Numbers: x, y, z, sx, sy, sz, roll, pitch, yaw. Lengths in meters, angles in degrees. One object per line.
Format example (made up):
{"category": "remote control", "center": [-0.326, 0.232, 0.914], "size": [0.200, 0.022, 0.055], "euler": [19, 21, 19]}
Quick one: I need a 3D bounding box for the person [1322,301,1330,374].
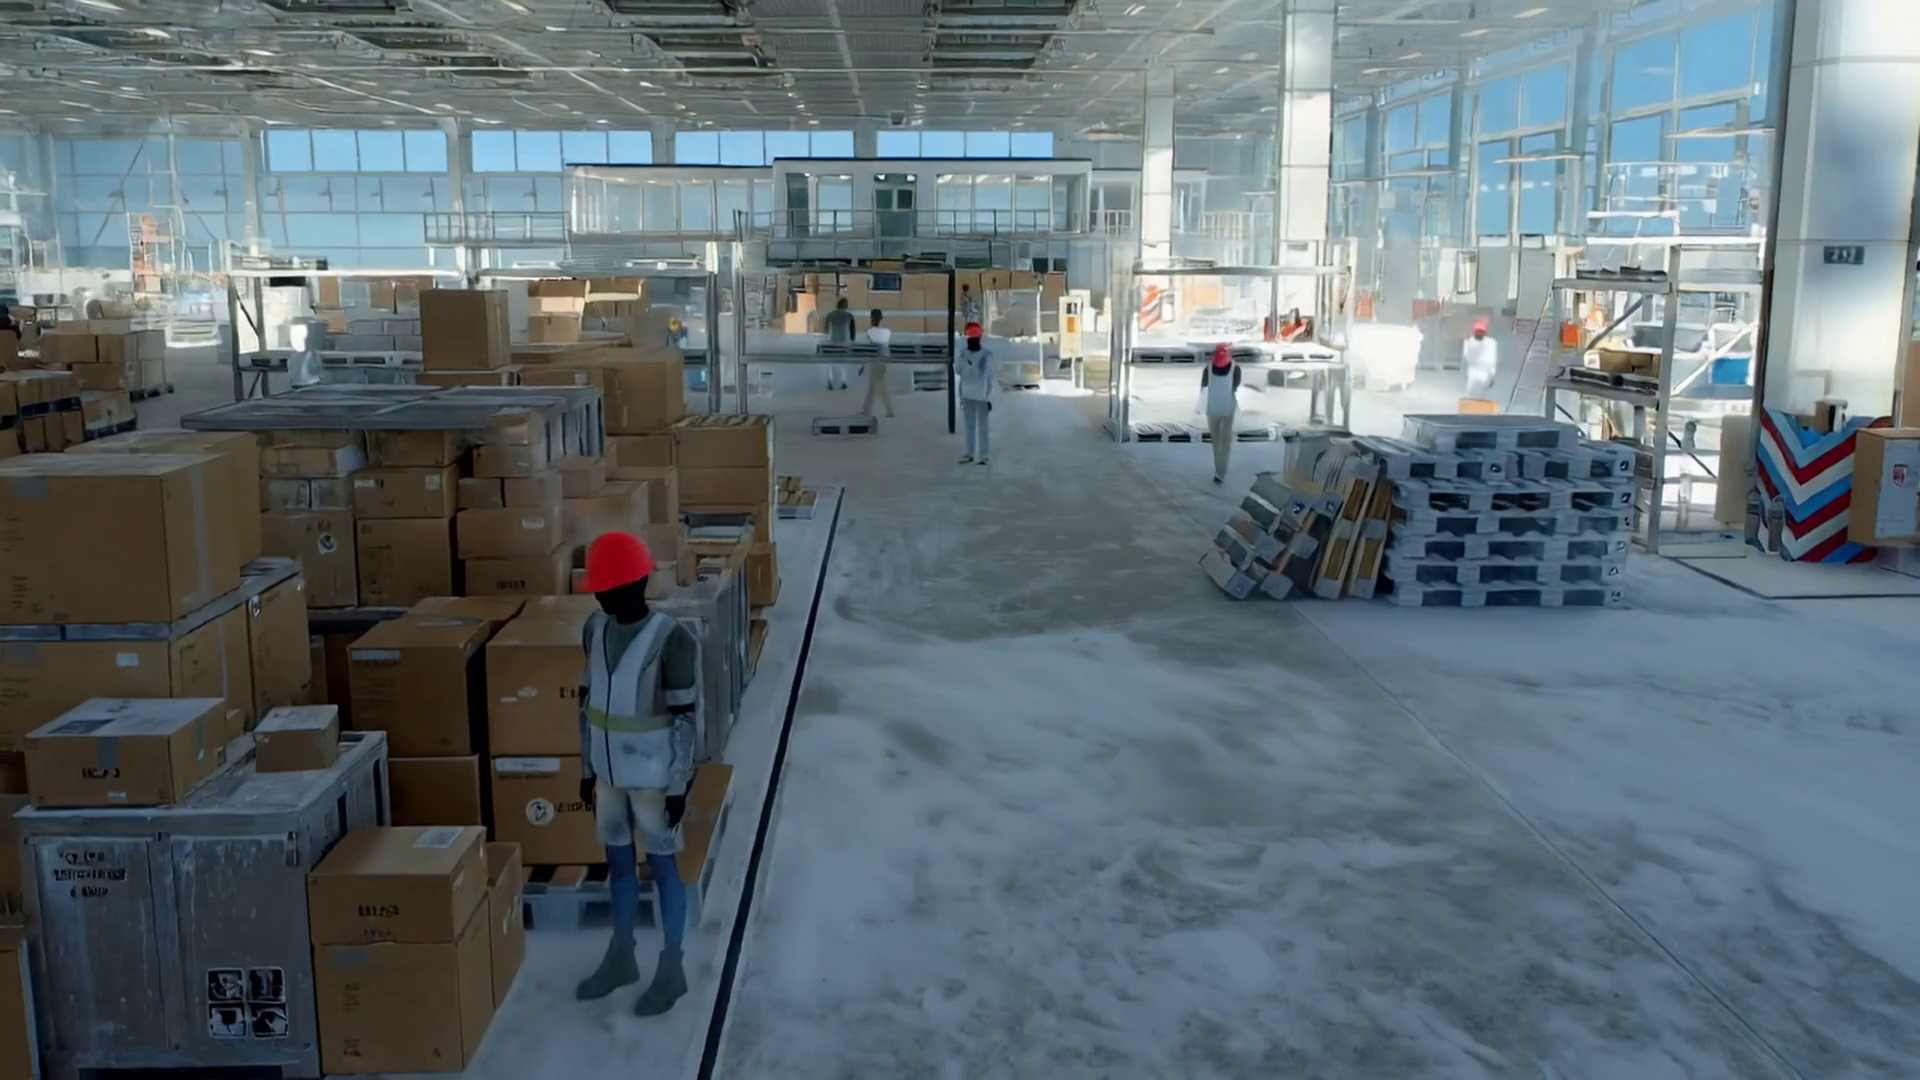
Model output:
{"category": "person", "center": [8.363, -4.657, 38.221], "size": [0.541, 1.696, 0.315], "euler": [-1, 10, -3]}

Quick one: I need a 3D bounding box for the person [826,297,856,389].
{"category": "person", "center": [-2.447, -4.011, 34.068], "size": [0.652, 1.903, 0.633], "euler": [3, 10, 14]}

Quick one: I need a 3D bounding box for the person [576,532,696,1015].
{"category": "person", "center": [-1.297, 0.912, 6.554], "size": [0.542, 1.928, 0.374], "euler": [6, 12, 30]}

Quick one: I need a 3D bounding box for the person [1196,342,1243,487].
{"category": "person", "center": [3.246, -1.585, 20.846], "size": [0.546, 1.787, 0.993], "euler": [4, 11, 19]}

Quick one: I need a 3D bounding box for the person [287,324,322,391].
{"category": "person", "center": [-8.654, -1.870, 21.943], "size": [0.614, 1.963, 0.362], "euler": [7, 12, 35]}

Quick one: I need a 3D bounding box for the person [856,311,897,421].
{"category": "person", "center": [-1.429, -2.982, 28.432], "size": [0.982, 1.869, 0.589], "euler": [7, 13, 35]}

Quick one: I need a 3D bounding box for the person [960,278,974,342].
{"category": "person", "center": [0.195, -6.933, 50.267], "size": [0.381, 1.923, 0.591], "euler": [6, 12, 28]}

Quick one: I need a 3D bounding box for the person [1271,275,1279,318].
{"category": "person", "center": [11.452, -8.763, 60.426], "size": [0.356, 1.937, 0.552], "euler": [3, 11, 16]}

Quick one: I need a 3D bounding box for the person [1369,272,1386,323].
{"category": "person", "center": [15.005, -8.639, 59.711], "size": [0.614, 1.943, 0.395], "euler": [7, 12, 33]}

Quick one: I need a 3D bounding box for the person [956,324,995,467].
{"category": "person", "center": [0.197, -1.954, 22.521], "size": [0.594, 1.927, 0.367], "euler": [8, 13, 39]}

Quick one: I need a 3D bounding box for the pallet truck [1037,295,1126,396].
{"category": "pallet truck", "center": [2.483, -3.881, 33.060], "size": [1.885, 1.965, 0.823], "euler": [-7, 13, -36]}

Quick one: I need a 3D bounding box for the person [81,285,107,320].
{"category": "person", "center": [-20.569, -5.110, 39.789], "size": [0.710, 2.000, 0.929], "euler": [6, 12, 32]}

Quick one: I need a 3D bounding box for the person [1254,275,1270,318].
{"category": "person", "center": [12.022, -9.733, 66.149], "size": [0.632, 1.824, 0.549], "euler": [9, 14, 42]}

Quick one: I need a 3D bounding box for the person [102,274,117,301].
{"category": "person", "center": [-27.208, -7.527, 53.386], "size": [0.622, 2.003, 1.026], "euler": [7, 12, 34]}

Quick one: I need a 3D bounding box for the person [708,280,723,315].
{"category": "person", "center": [-7.012, -6.382, 47.092], "size": [0.877, 1.952, 0.626], "euler": [-6, 12, -30]}

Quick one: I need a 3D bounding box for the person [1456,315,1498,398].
{"category": "person", "center": [7.953, -2.491, 25.563], "size": [0.440, 1.917, 0.596], "euler": [-7, 12, -35]}

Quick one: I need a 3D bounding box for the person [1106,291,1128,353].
{"category": "person", "center": [4.037, -5.490, 42.548], "size": [0.630, 1.816, 0.802], "euler": [0, 10, -1]}

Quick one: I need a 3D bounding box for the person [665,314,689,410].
{"category": "person", "center": [-5.129, -3.217, 30.074], "size": [0.493, 1.742, 0.301], "euler": [5, 11, 26]}

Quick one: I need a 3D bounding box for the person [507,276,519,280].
{"category": "person", "center": [-17.979, -9.902, 66.918], "size": [0.584, 1.882, 0.337], "euler": [2, 10, 12]}

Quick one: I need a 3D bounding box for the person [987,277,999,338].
{"category": "person", "center": [1.047, -7.297, 52.276], "size": [0.377, 1.933, 0.628], "euler": [3, 11, 17]}
